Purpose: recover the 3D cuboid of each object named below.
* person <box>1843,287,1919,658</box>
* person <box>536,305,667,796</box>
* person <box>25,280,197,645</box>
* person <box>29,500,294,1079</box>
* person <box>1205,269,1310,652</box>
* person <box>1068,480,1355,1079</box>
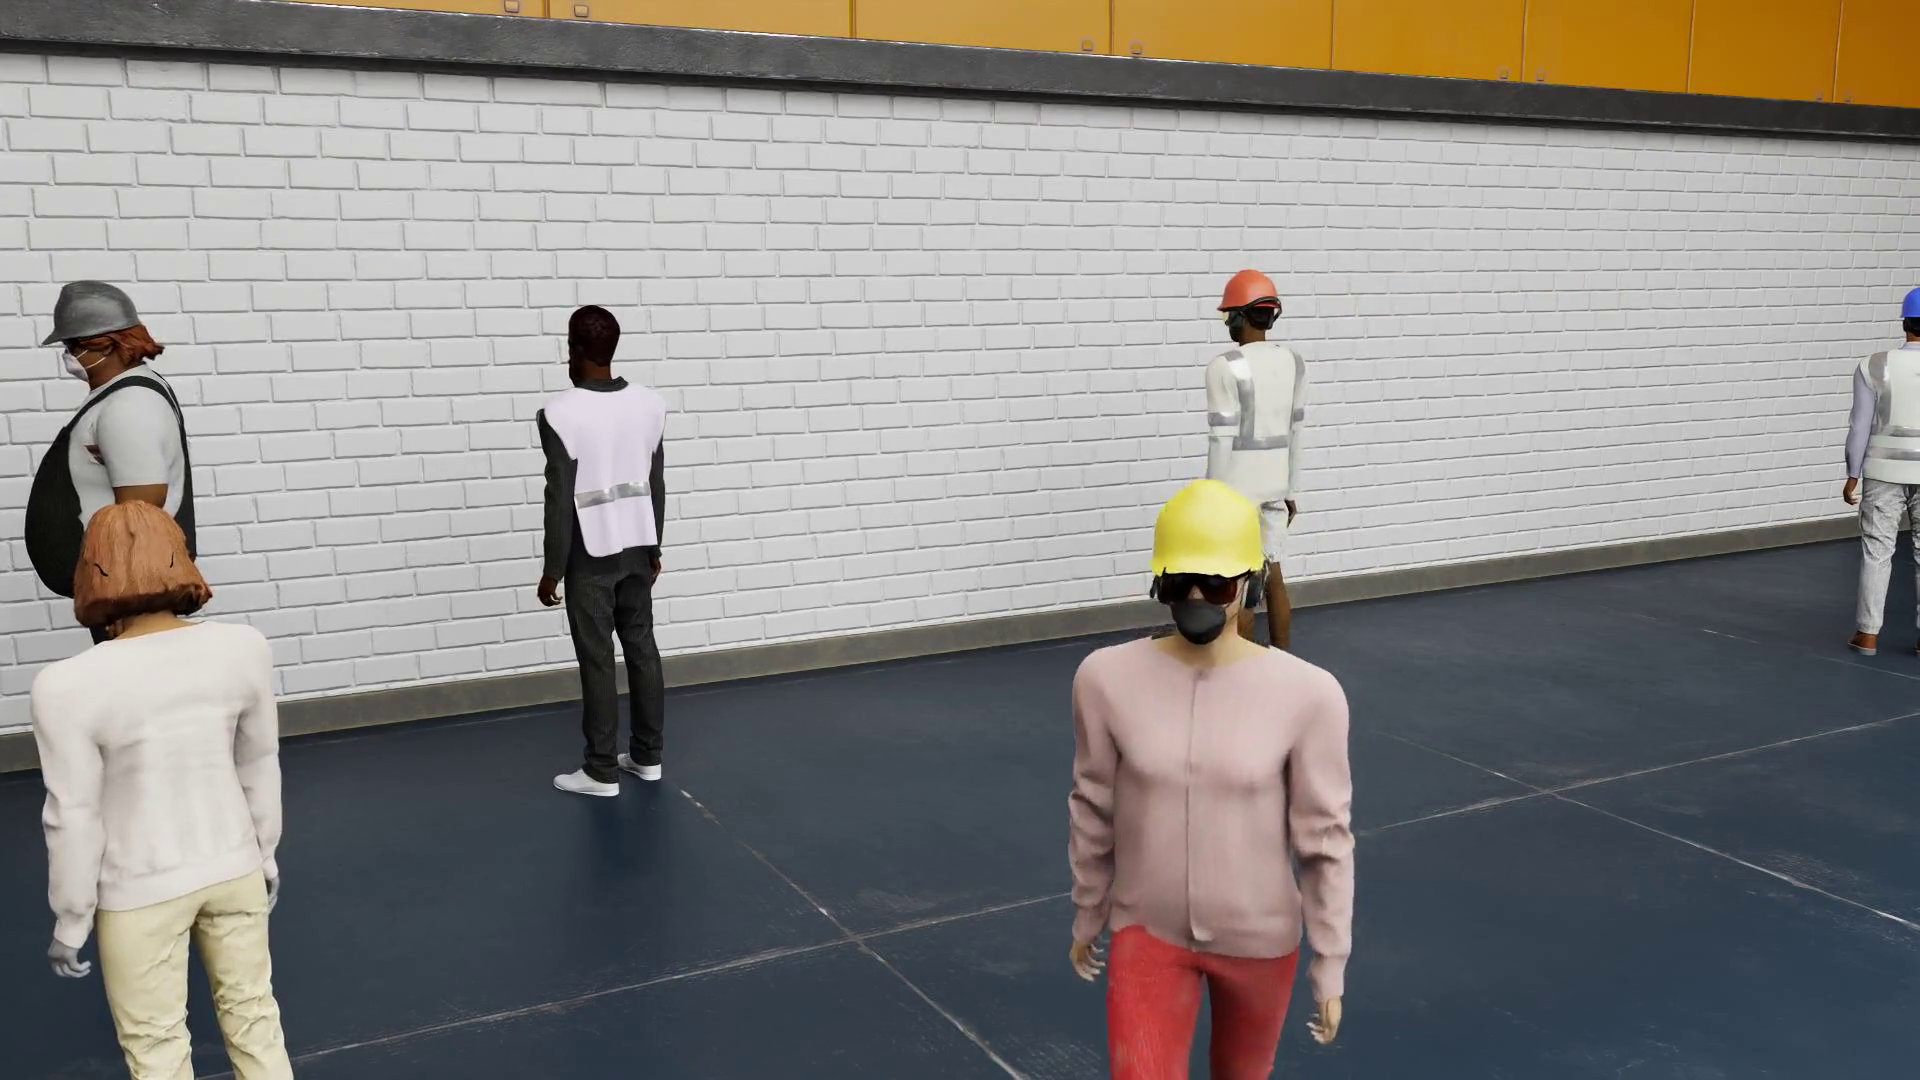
[{"bbox_3d":[4.971,-0.349,8.719,0.614,1.945,0.404,4,11,21],"label":"person"},{"bbox_3d":[-1.387,0.048,6.517,0.392,1.920,0.589,7,12,36],"label":"person"},{"bbox_3d":[-2.988,0.098,5.879,0.536,2.000,0.676,-4,11,-22],"label":"person"},{"bbox_3d":[-1.626,0.726,3.432,0.289,1.633,0.501,7,12,35],"label":"person"},{"bbox_3d":[1.335,-0.234,7.782,0.614,2.040,0.391,-7,12,-37],"label":"person"},{"bbox_3d":[0.458,0.736,3.122,0.539,1.716,0.934,3,10,14],"label":"person"}]
